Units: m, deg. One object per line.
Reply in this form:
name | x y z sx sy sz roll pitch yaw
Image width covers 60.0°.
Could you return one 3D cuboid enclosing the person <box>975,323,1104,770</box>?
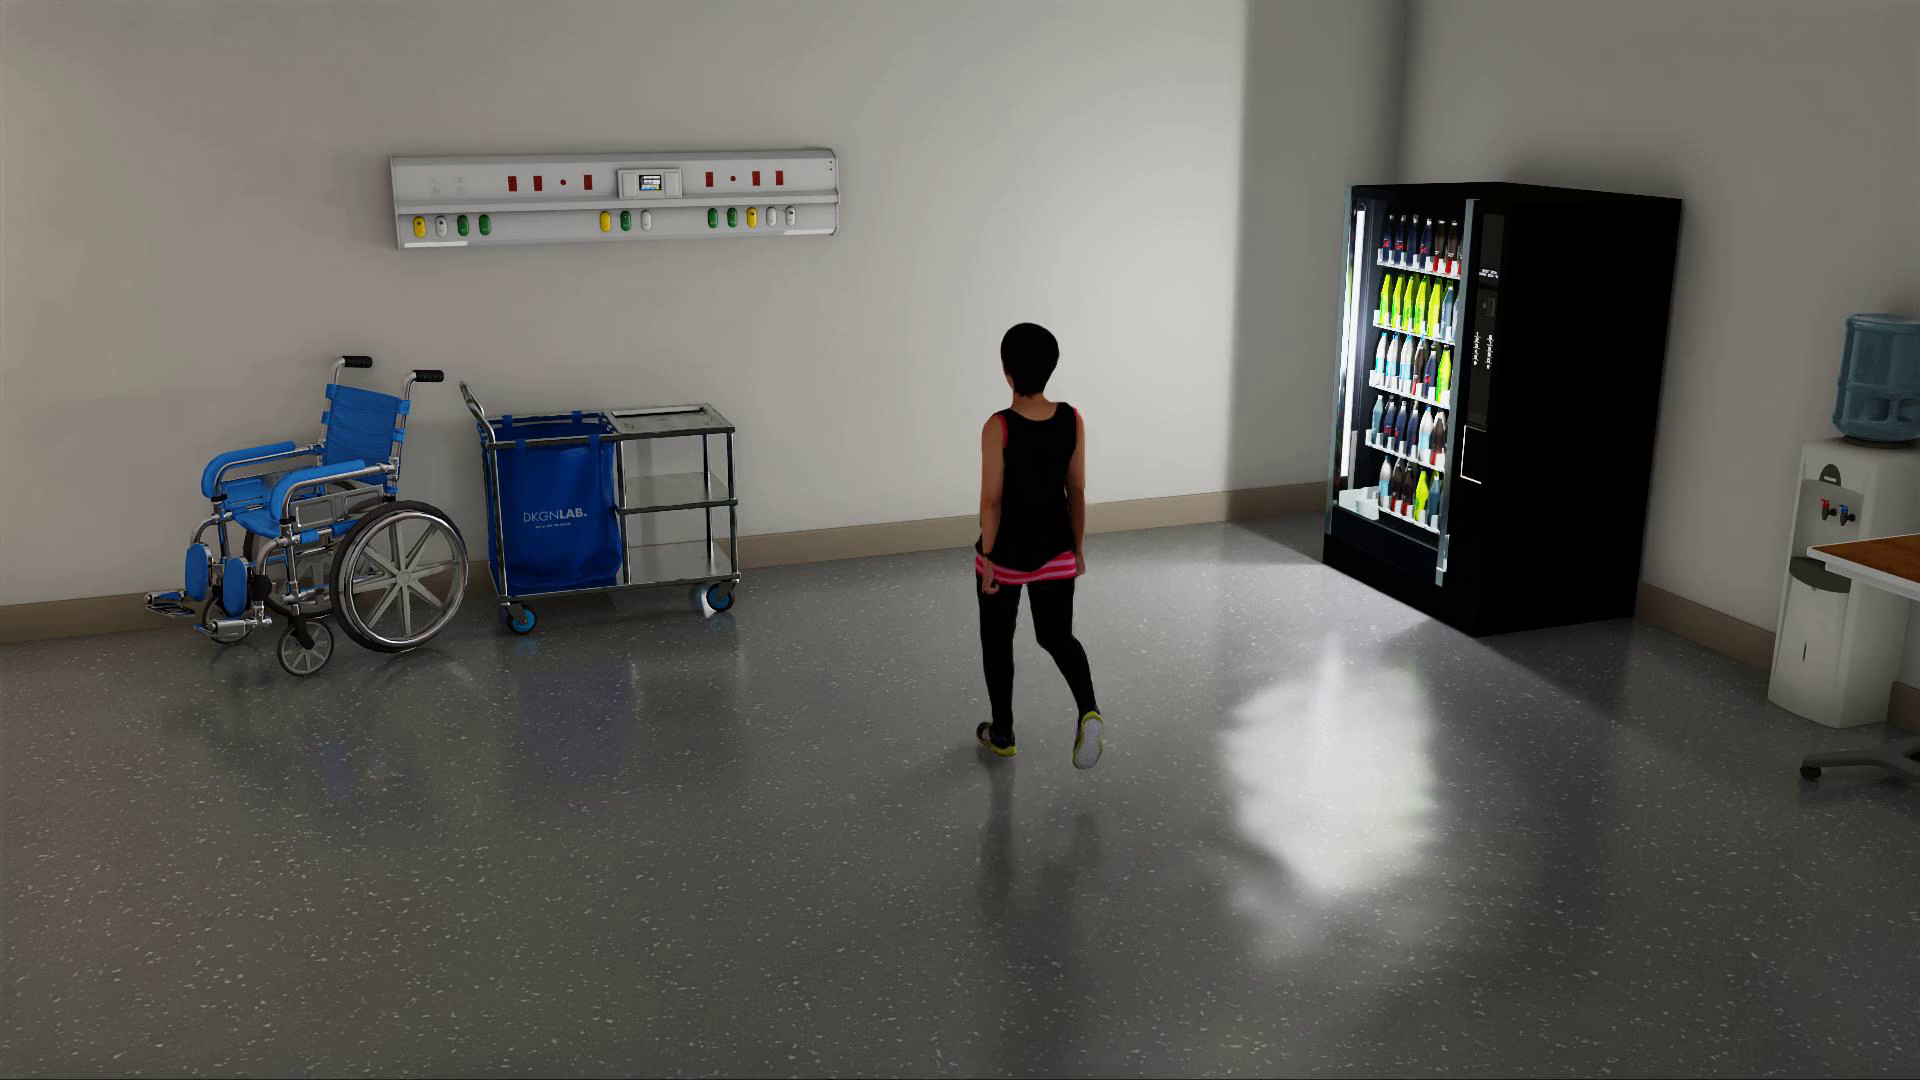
person | 0.261 0.054 5.597 0.568 1.537 0.889 -7 17 -23
